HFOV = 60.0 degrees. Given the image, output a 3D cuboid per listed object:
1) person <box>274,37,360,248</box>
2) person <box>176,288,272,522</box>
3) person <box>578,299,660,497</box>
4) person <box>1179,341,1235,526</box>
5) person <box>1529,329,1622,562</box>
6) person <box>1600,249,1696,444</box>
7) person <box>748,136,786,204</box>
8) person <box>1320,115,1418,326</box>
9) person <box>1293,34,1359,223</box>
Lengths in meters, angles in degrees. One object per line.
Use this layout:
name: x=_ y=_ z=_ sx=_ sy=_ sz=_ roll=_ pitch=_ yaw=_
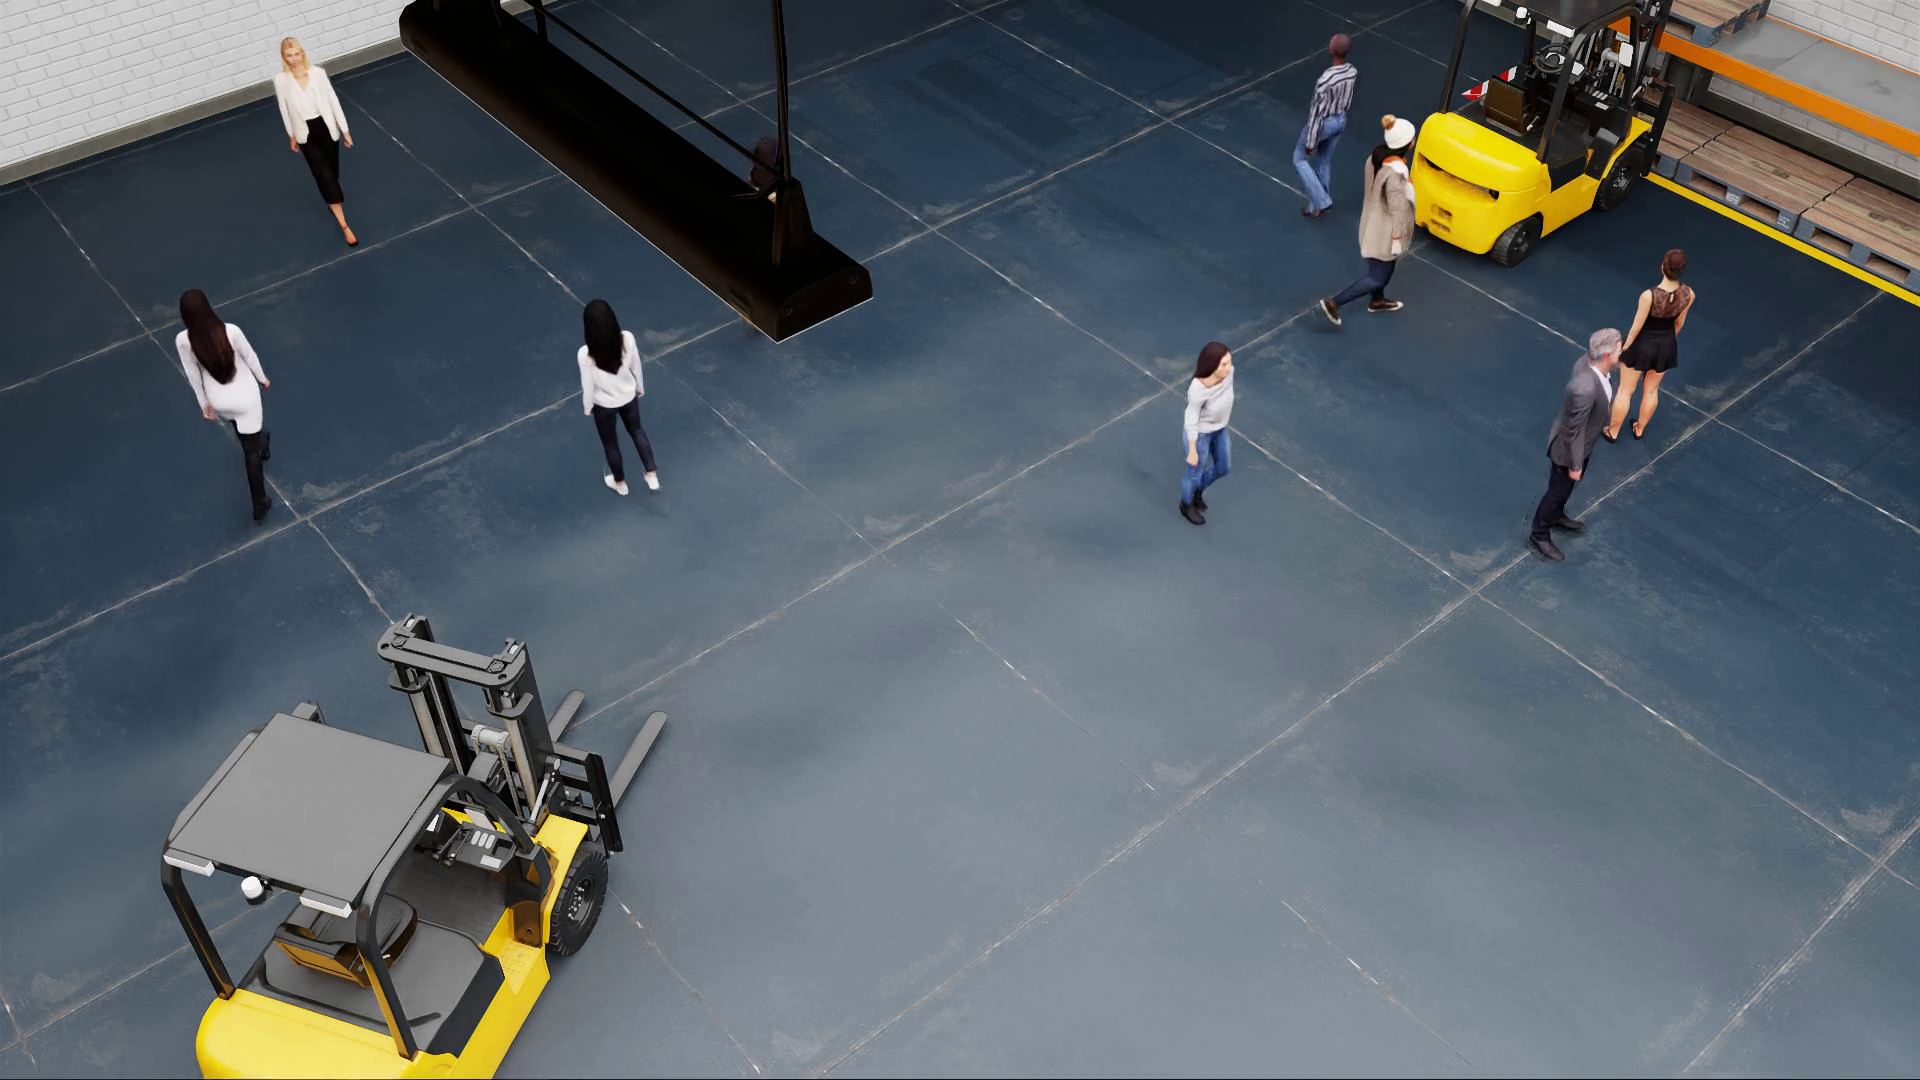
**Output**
person: x=-5.574 y=-3.503 z=14.422 sx=0.771 sy=1.806 sz=1.190 roll=-22 pitch=48 yaw=-21
person: x=-5.144 y=-0.915 z=11.744 sx=1.013 sy=1.753 sz=1.233 roll=-6 pitch=44 yaw=-6
person: x=-2.449 y=-0.995 z=11.865 sx=0.603 sy=1.702 sz=0.581 roll=-30 pitch=51 yaw=-28
person: x=1.663 y=-0.776 z=11.695 sx=0.645 sy=1.619 sz=0.578 roll=-33 pitch=53 yaw=-30
person: x=4.237 y=-0.686 z=11.444 sx=0.814 sy=1.835 sz=0.853 roll=26 pitch=49 yaw=25
person: x=5.115 y=-1.433 z=12.343 sx=0.680 sy=1.677 sz=0.716 roll=-4 pitch=44 yaw=-5
person: x=-1.534 y=-2.498 z=13.497 sx=1.030 sy=1.626 sz=0.985 roll=16 pitch=46 yaw=16
person: x=3.326 y=-2.525 z=13.350 sx=1.110 sy=1.870 sz=1.099 roll=-3 pitch=44 yaw=-3
person: x=3.235 y=-3.503 z=14.440 sx=0.648 sy=1.781 sz=0.652 roll=-29 pitch=51 yaw=-27
